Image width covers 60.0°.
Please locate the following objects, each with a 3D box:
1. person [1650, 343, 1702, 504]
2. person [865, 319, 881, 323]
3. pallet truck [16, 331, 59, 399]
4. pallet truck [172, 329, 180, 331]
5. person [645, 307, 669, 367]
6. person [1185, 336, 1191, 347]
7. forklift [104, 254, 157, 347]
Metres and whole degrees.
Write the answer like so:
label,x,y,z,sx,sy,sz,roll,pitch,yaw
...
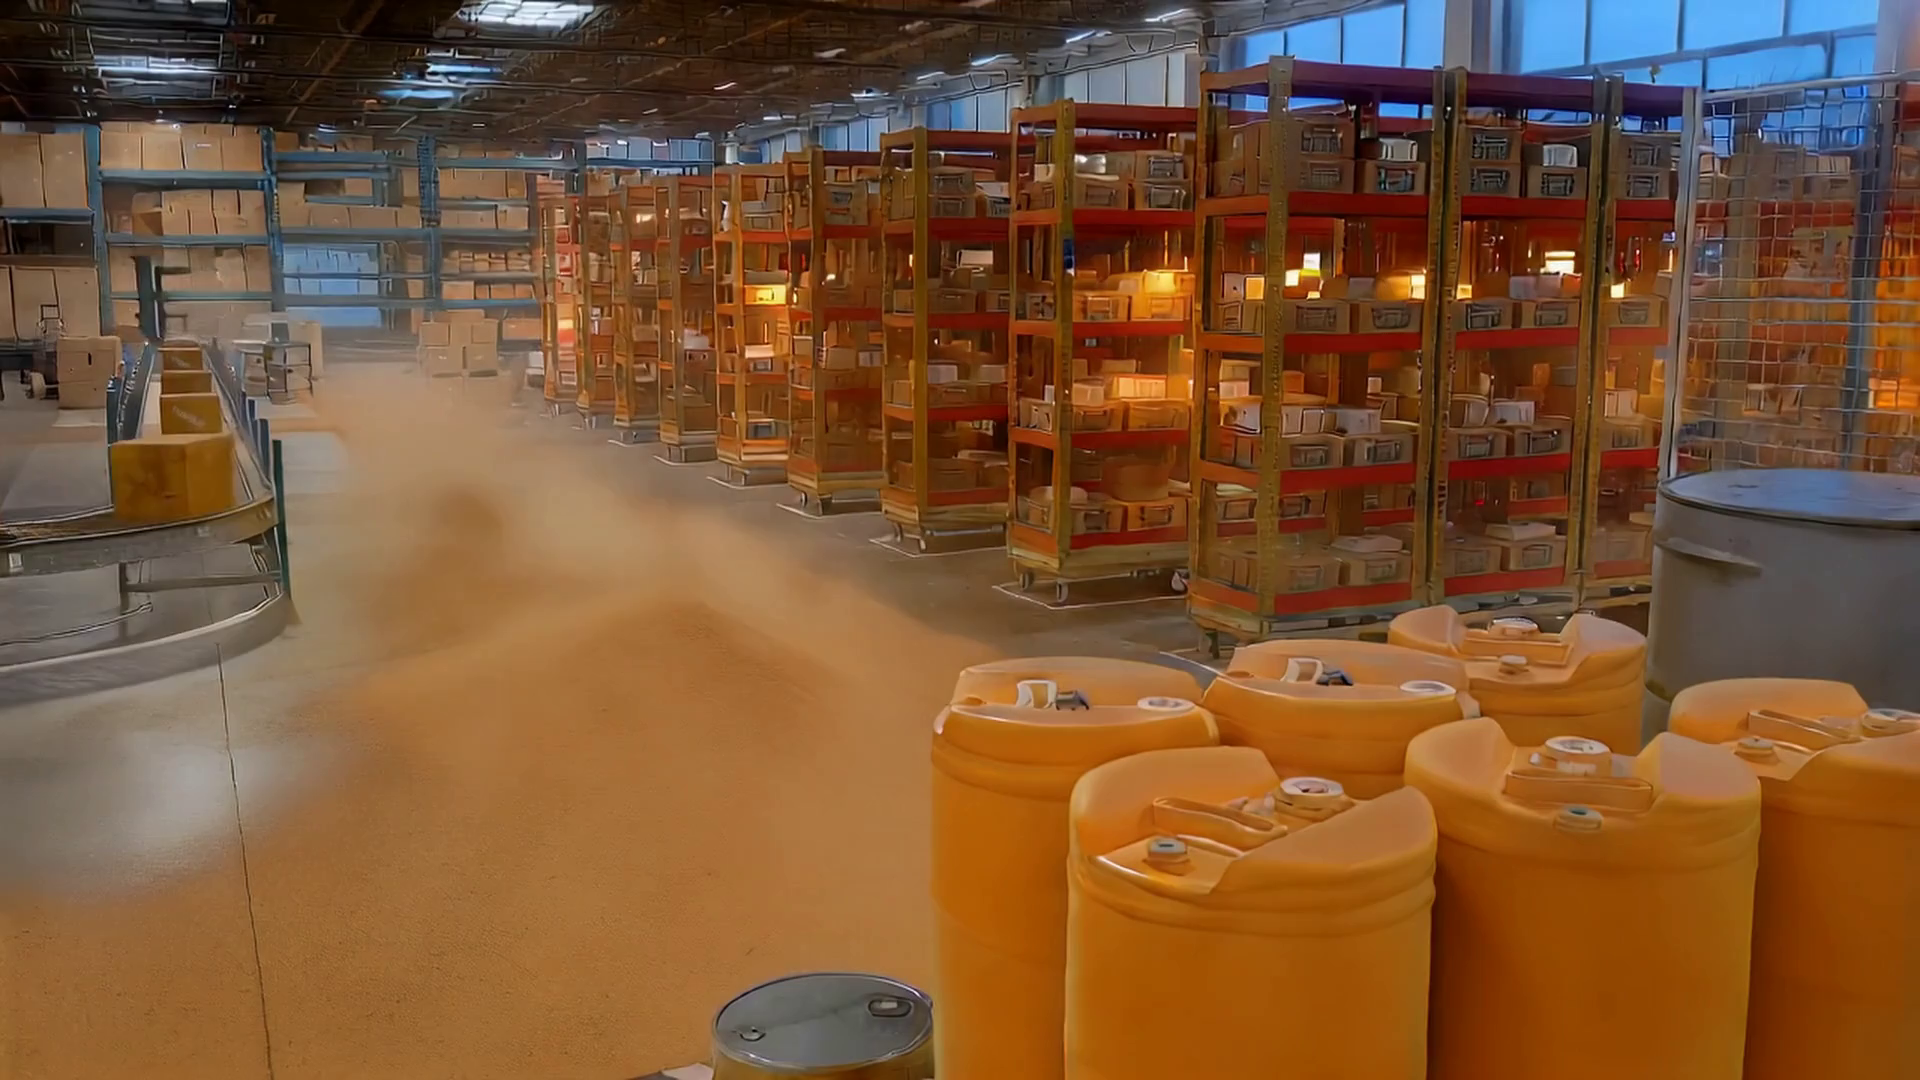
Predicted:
label,x,y,z,sx,sy,sz,roll,pitch,yaw
person,7.227,-1.216,16.829,0.570,1.843,0.373,-4,10,-23
person,-1.984,-4.367,36.141,0.616,1.923,0.752,4,10,25
pallet truck,-17.082,-3.353,31.781,1.630,1.274,0.653,-4,10,-25
pallet truck,-17.275,-3.851,35.096,1.601,1.201,0.680,0,9,1
person,-6.816,-4.598,37.455,0.601,1.965,0.953,-6,11,-32
person,3.446,-2.445,24.530,0.613,1.818,0.468,-5,11,-29
forklift,-19.596,-5.472,40.034,1.873,2.768,1.129,-4,10,-25
